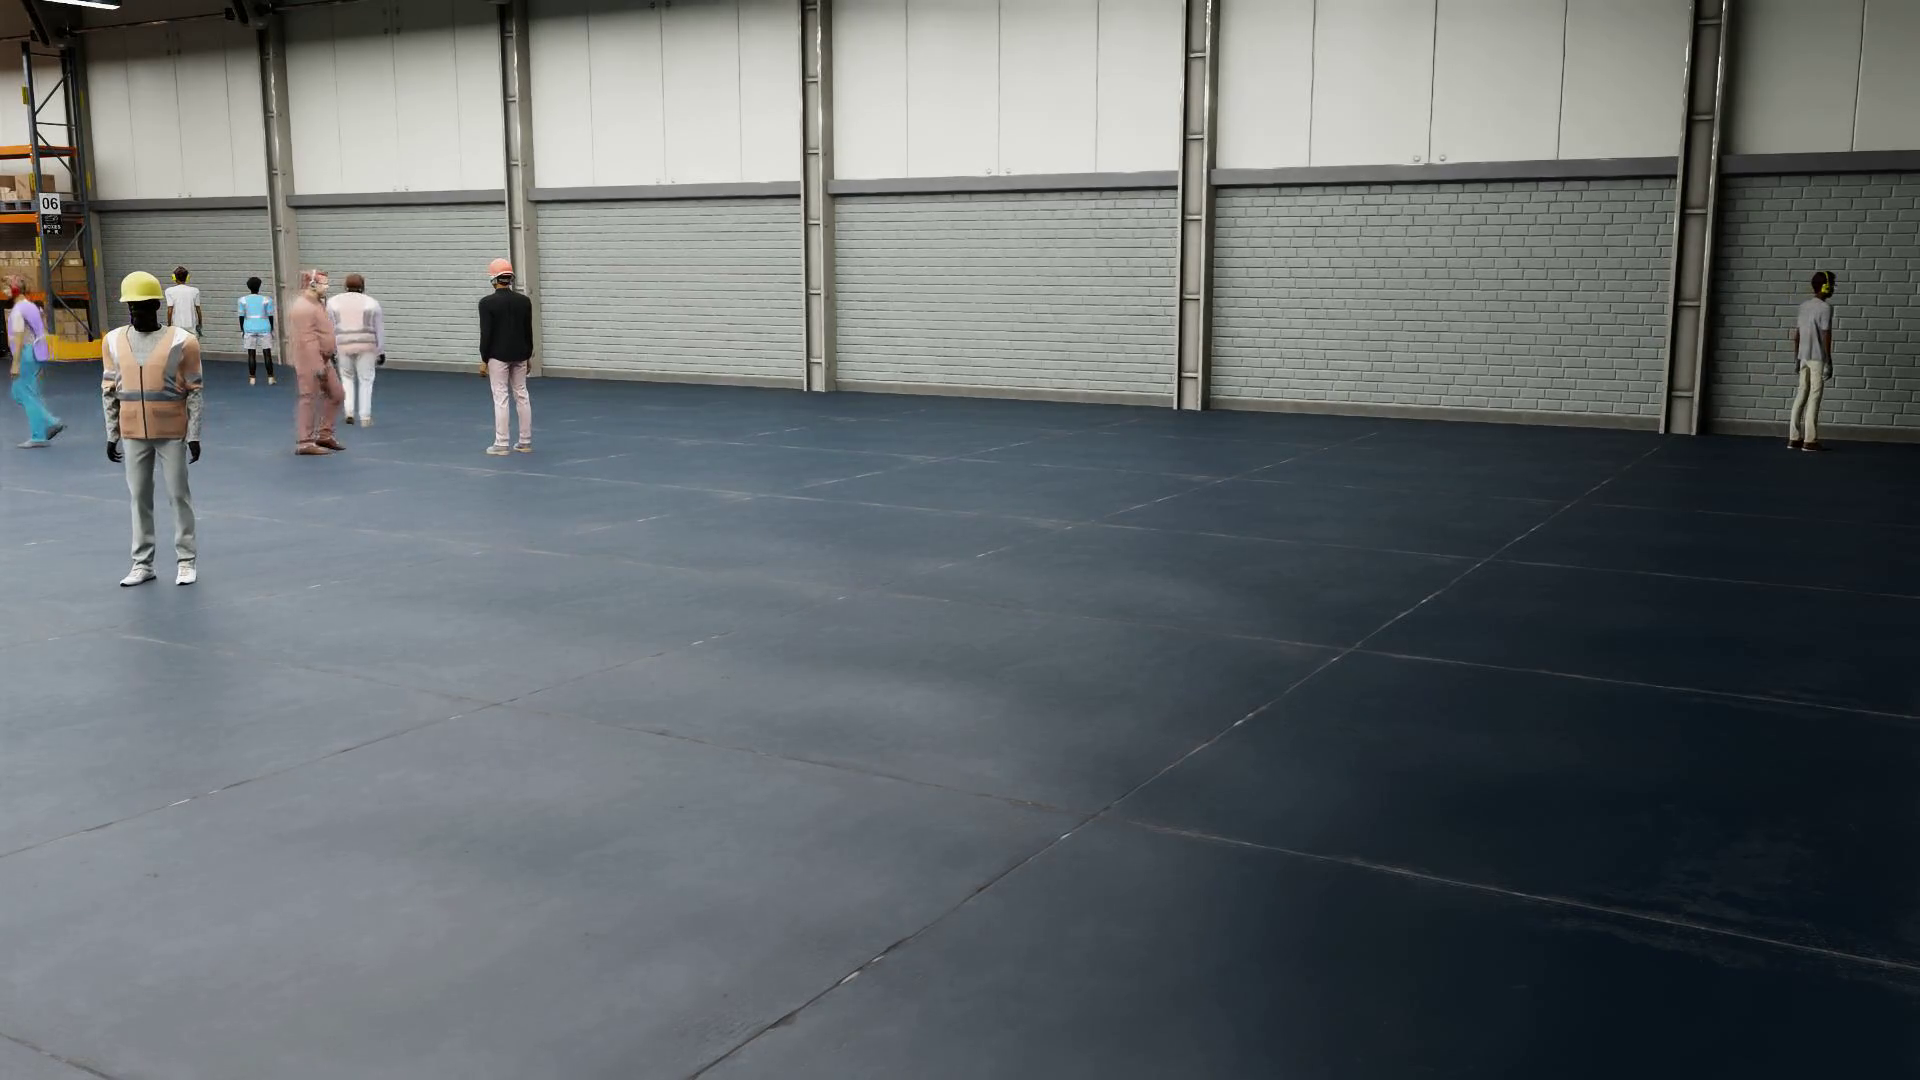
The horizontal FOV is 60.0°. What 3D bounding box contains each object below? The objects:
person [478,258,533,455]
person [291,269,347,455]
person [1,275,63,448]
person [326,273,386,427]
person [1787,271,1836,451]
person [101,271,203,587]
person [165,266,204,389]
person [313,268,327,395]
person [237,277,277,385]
[{"bbox_3d":[-4.640,-1.867,17.004,0.375,1.995,0.609,8,13,40],"label":"person"},{"bbox_3d":[-6.521,-1.796,16.922,0.574,1.888,0.663,-1,10,-5],"label":"person"},{"bbox_3d":[-9.832,-1.869,17.520,0.444,1.829,0.565,-4,10,-21],"label":"person"},{"bbox_3d":[-7.145,-2.248,19.737,0.653,1.824,0.451,-1,10,-9],"label":"person"},{"bbox_3d":[8.910,-1.861,17.342,0.310,1.868,0.534,-2,10,-9],"label":"person"},{"bbox_3d":[-4.953,-0.675,10.220,0.587,1.928,0.363,-1,10,-6],"label":"person"},{"bbox_3d":[-11.773,-3.212,25.248,0.534,1.869,0.311,-8,13,-41],"label":"person"},{"bbox_3d":[-9.368,-3.039,24.306,0.328,1.843,0.514,-6,11,-31],"label":"person"},{"bbox_3d":[-11.015,-3.266,26.062,0.536,1.696,0.322,-3,10,-18],"label":"person"}]
